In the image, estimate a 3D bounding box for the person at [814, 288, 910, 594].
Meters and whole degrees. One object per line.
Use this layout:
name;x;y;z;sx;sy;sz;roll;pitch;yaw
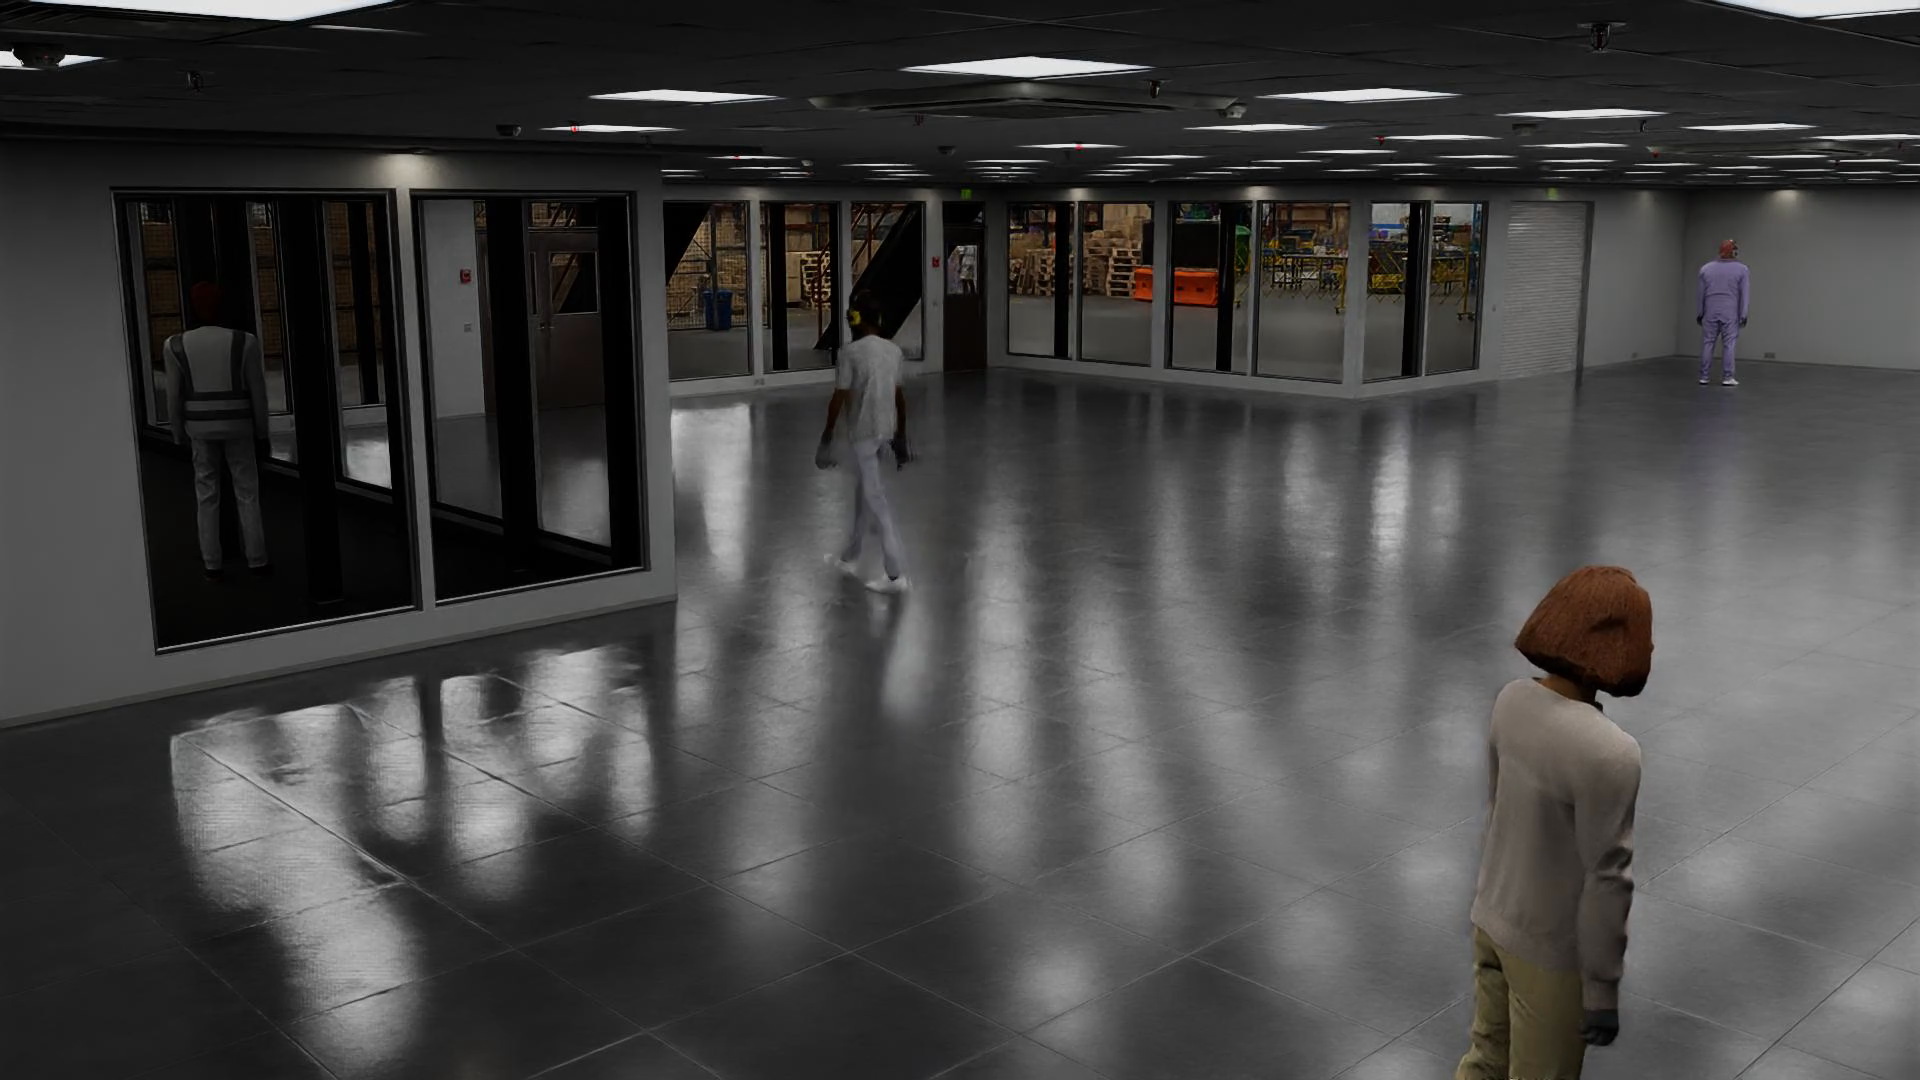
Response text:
person;-0.648;-0.610;10.205;0.914;1.830;0.545;10;15;41

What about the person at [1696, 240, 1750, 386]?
person;10.071;-2.993;21.959;0.654;1.906;0.406;9;15;39

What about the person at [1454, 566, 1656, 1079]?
person;1.213;0.848;3.455;0.337;1.619;0.502;-1;11;-7
